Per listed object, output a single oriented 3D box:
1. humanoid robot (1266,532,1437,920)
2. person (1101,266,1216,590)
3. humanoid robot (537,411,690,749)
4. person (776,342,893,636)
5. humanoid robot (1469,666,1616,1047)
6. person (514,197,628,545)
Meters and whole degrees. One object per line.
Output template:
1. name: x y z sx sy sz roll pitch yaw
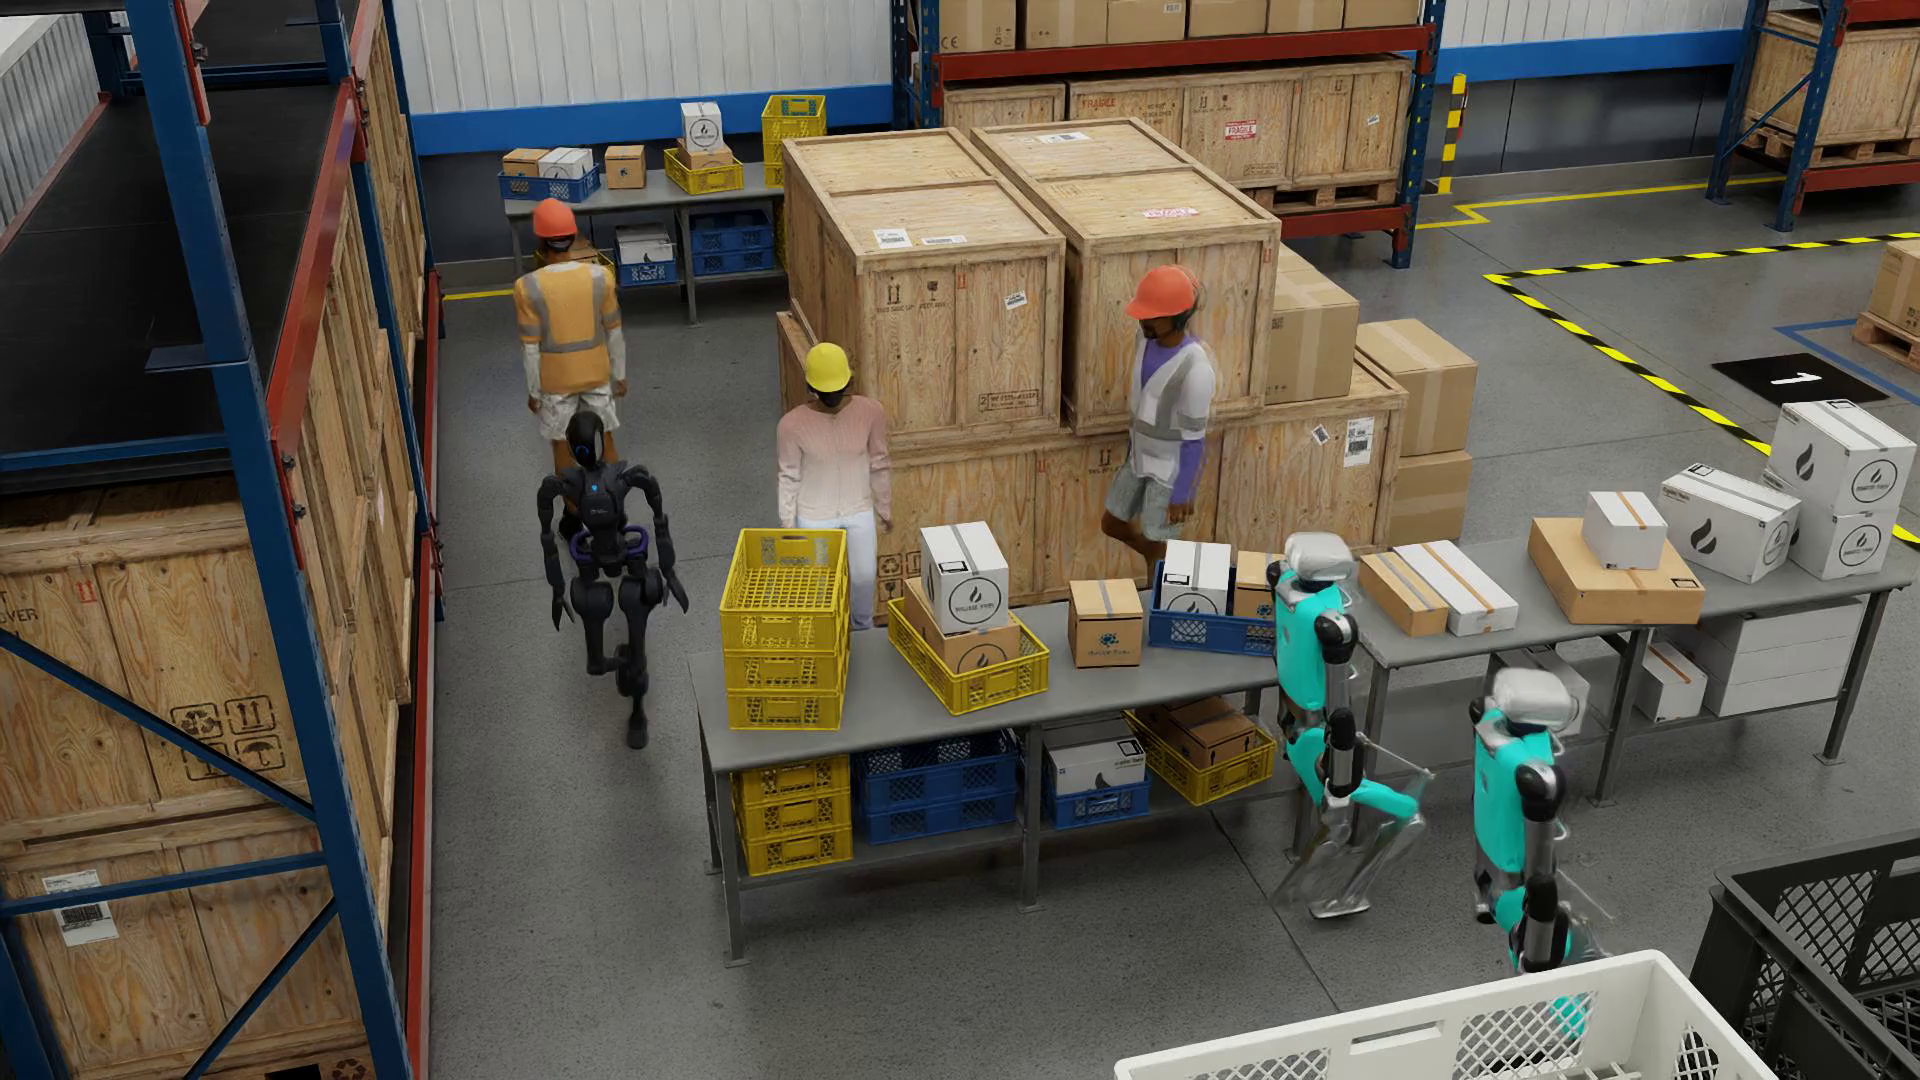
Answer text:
1. humanoid robot: 1.490 0.773 6.228 0.767 1.814 0.538 -7 30 -13
2. person: 0.955 -0.363 7.957 0.487 2.025 0.636 -12 31 -20
3. humanoid robot: -1.534 0.126 7.444 0.612 1.636 0.533 -5 29 -9
4. person: -0.578 -0.118 7.787 0.537 1.755 0.358 -10 31 -18
5. humanoid robot: 2.065 1.204 5.454 0.948 1.789 0.577 -2 29 -4
6. person: -2.086 -0.899 9.038 0.566 1.925 0.441 -13 31 -22
